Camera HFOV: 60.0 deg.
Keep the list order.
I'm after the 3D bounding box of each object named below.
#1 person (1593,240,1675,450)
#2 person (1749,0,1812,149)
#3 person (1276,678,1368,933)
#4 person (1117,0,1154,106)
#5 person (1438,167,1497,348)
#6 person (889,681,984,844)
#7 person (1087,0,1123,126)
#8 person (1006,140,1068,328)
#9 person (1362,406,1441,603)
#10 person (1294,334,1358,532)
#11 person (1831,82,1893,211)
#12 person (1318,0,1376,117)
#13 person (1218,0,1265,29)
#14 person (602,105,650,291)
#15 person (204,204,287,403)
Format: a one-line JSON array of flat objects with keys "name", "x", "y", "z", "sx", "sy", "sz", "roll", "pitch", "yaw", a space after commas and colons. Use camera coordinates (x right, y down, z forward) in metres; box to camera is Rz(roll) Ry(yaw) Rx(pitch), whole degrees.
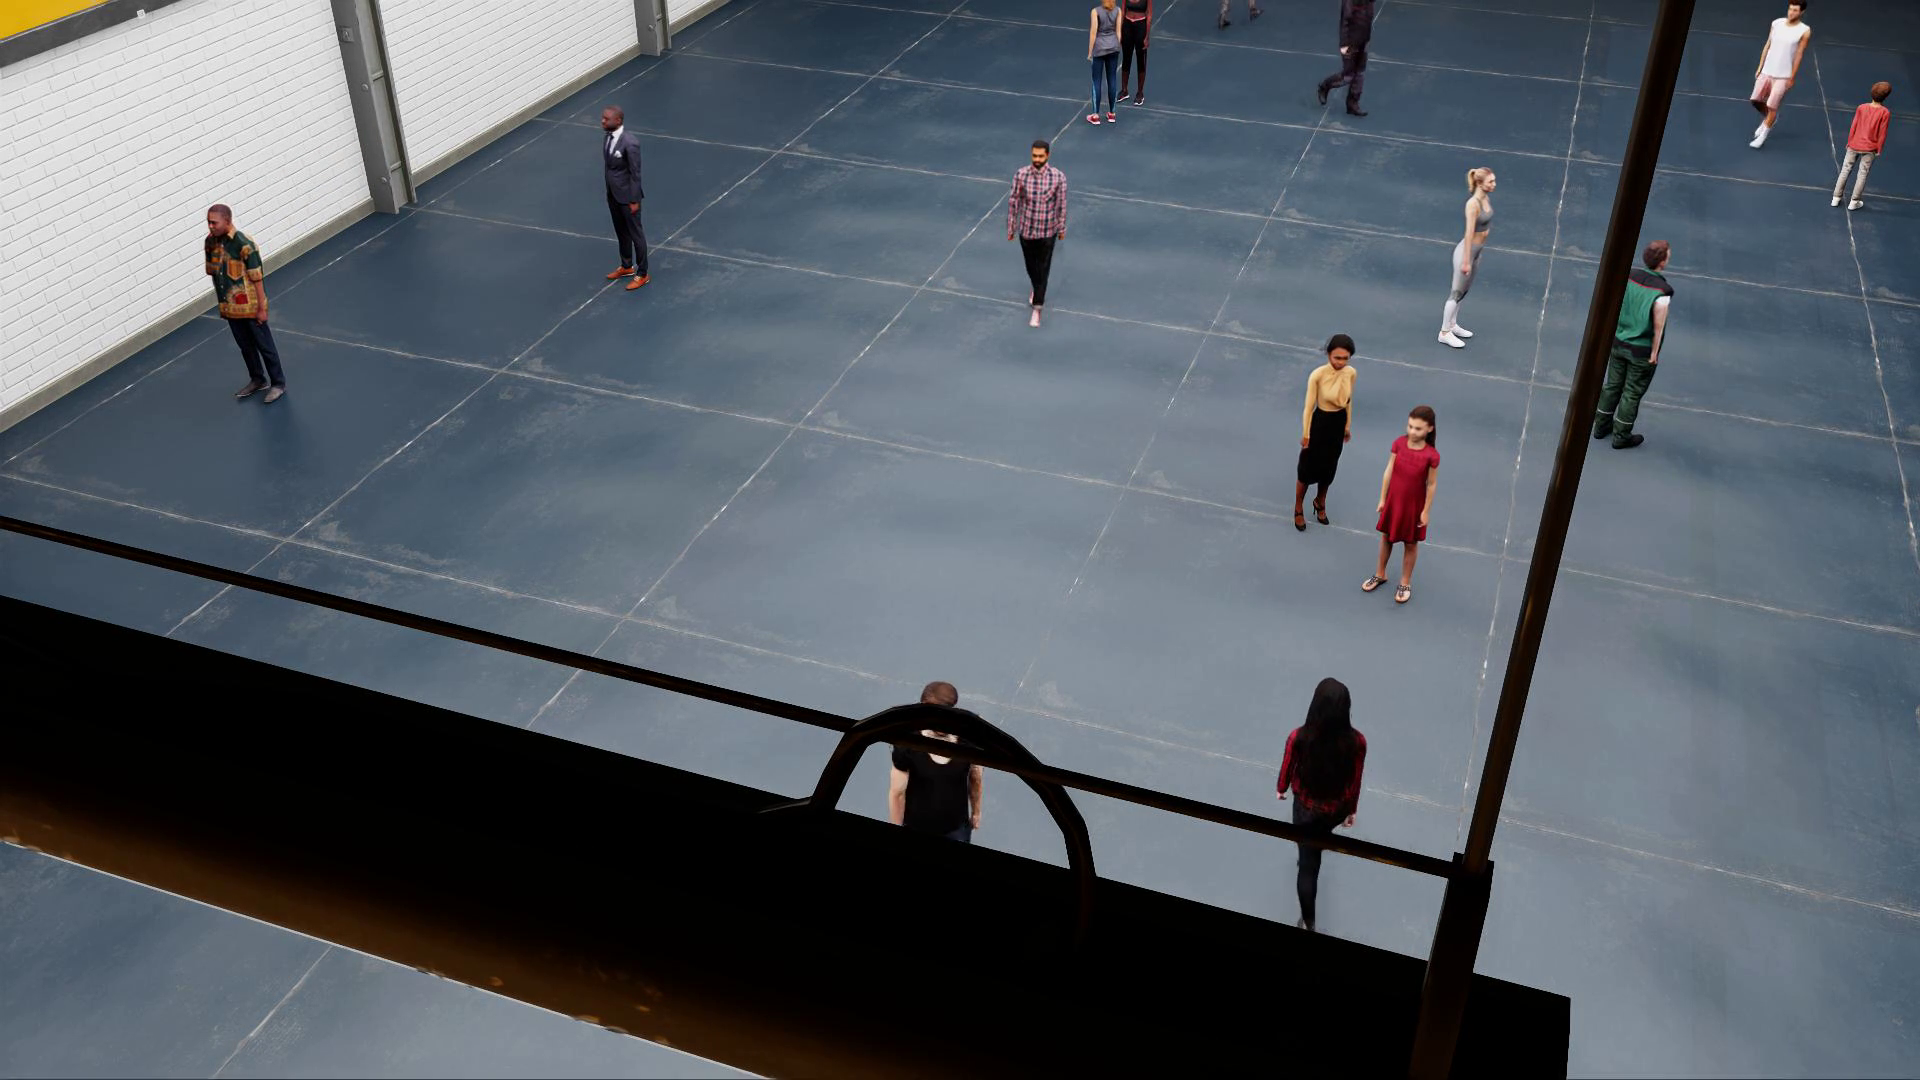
[{"name": "person", "x": 5.603, "y": -1.635, "z": 13.781, "sx": 0.786, "sy": 1.842, "sz": 0.747, "roll": -19, "pitch": 38, "yaw": -26}, {"name": "person", "x": 9.764, "y": -5.566, "z": 19.754, "sx": 0.925, "sy": 1.776, "sz": 0.857, "roll": -21, "pitch": 39, "yaw": -28}, {"name": "person", "x": 2.003, "y": 1.553, "z": 9.187, "sx": 0.825, "sy": 1.618, "sz": 1.113, "roll": 0, "pitch": 34, "yaw": 1}, {"name": "person", "x": 2.233, "y": -6.439, "z": 21.086, "sx": 0.605, "sy": 1.757, "sz": 0.559, "roll": 15, "pitch": 37, "yaw": 22}, {"name": "person", "x": 4.716, "y": -2.642, "z": 15.423, "sx": 0.668, "sy": 1.702, "sz": 0.514, "roll": 19, "pitch": 38, "yaw": 26}, {"name": "person", "x": -0.143, "y": 1.480, "z": 9.091, "sx": 0.962, "sy": 1.846, "sz": 1.280, "roll": -1, "pitch": 34, "yaw": -1}, {"name": "person", "x": 1.776, "y": -5.995, "z": 20.435, "sx": 0.656, "sy": 1.736, "sz": 0.699, "roll": -10, "pitch": 35, "yaw": -15}, {"name": "person", "x": 0.758, "y": -3.005, "z": 15.942, "sx": 0.802, "sy": 1.732, "sz": 1.170, "roll": 7, "pitch": 34, "yaw": 11}, {"name": "person", "x": 3.228, "y": -0.286, "z": 12.012, "sx": 0.610, "sy": 1.553, "sz": 0.668, "roll": 21, "pitch": 39, "yaw": 28}, {"name": "person", "x": 2.798, "y": -0.833, "z": 12.745, "sx": 0.660, "sy": 1.654, "sz": 0.709, "roll": -11, "pitch": 35, "yaw": -17}, {"name": "person", "x": 9.900, "y": -4.327, "z": 18.216, "sx": 0.588, "sy": 1.417, "sz": 0.592, "roll": 26, "pitch": 42, "yaw": 34}, {"name": "person", "x": 4.834, "y": -6.188, "z": 20.647, "sx": 1.024, "sy": 1.825, "sz": 1.041, "roll": -25, "pitch": 41, "yaw": -32}, {"name": "person", "x": 3.918, "y": -8.156, "z": 23.743, "sx": 1.150, "sy": 1.674, "sz": 0.909, "roll": -27, "pitch": 42, "yaw": -34}, {"name": "person", "x": -3.331, "y": -3.421, "z": 16.485, "sx": 0.779, "sy": 1.824, "sz": 0.787, "roll": -27, "pitch": 42, "yaw": -34}, {"name": "person", "x": -6.230, "y": -2.072, "z": 14.471, "sx": 0.679, "sy": 1.806, "sz": 0.628, "roll": 12, "pitch": 35, "yaw": 17}]
